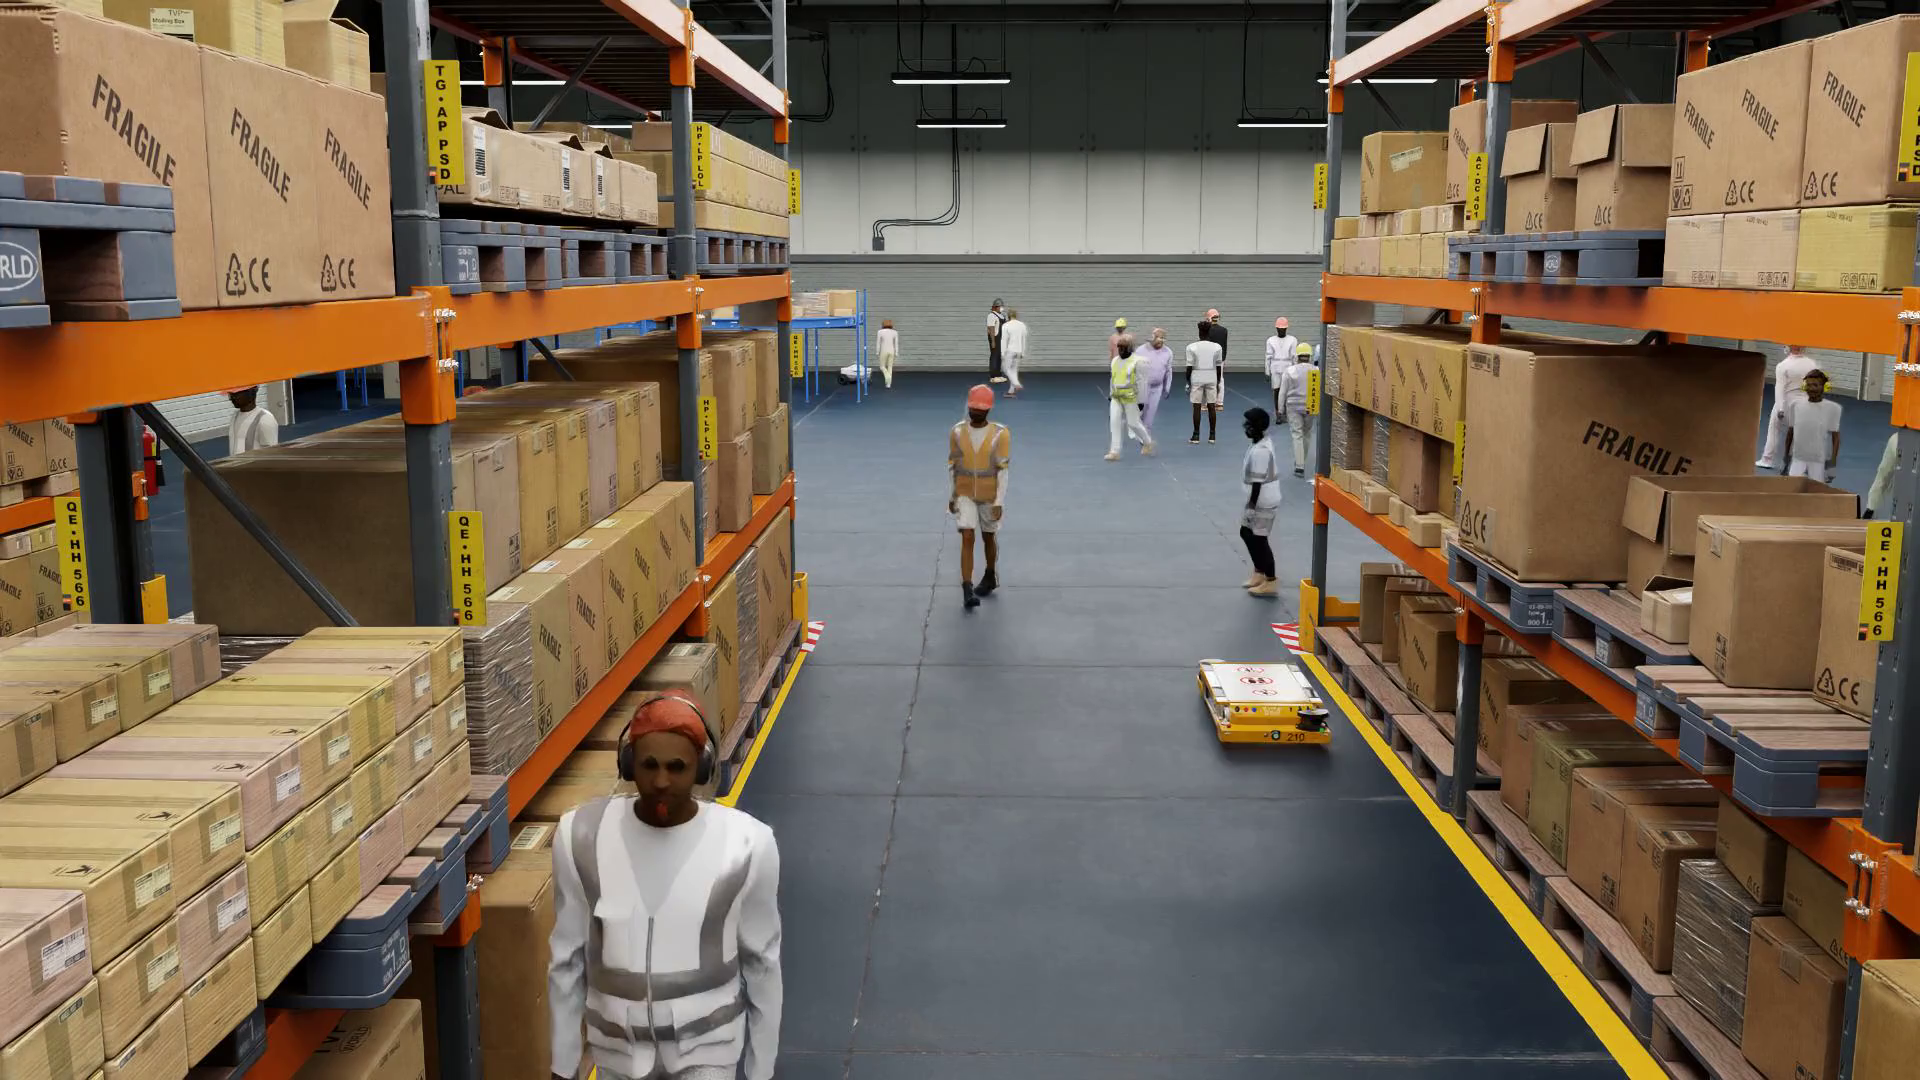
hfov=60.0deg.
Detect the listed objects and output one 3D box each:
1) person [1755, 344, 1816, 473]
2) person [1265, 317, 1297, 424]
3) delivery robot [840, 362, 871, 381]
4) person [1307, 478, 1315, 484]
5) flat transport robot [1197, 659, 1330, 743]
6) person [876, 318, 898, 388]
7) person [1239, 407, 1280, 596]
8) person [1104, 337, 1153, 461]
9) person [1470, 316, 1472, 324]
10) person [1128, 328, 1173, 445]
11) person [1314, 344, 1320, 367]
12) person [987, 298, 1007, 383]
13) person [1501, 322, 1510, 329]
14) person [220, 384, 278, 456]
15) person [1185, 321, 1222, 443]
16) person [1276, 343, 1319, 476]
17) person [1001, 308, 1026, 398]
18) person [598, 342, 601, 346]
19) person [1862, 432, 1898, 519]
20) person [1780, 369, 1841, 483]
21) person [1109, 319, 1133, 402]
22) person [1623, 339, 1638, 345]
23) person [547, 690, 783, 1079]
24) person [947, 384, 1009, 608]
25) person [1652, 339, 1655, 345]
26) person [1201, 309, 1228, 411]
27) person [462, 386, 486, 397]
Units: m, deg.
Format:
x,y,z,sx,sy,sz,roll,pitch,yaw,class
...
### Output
x,y,z,sx,sy,sz,roll,pitch,yaw,class
11.640,-1.891,23.231,0.642,1.862,0.992,-2,10,-11,person
5.757,-3.028,29.836,0.580,1.917,0.607,2,10,13,person
-2.479,-3.996,39.572,0.707,0.478,0.477,5,11,26,delivery robot
4.989,-1.531,21.810,0.738,1.611,0.519,2,10,12,person
1.923,1.015,10.684,0.652,0.197,1.431,0,9,2,flat transport robot
-1.672,-4.320,38.463,0.533,1.617,0.446,-4,10,-21,person
2.605,-0.332,14.420,0.361,1.666,0.577,1,10,6,person
2.514,-2.099,24.632,0.808,1.812,0.627,-9,13,-42,person
12.466,-4.639,40.330,0.309,1.641,0.514,-1,10,-7,person
3.039,-2.460,26.624,0.679,1.865,0.647,-3,10,-16,person
6.934,-3.153,31.328,0.538,1.681,0.651,7,12,37,person
0.958,-4.856,40.559,0.539,2.000,0.689,4,10,22,person
11.166,-3.635,34.190,0.539,1.684,0.419,1,9,3,person
-5.959,-0.437,13.974,0.605,2.038,0.387,7,12,38,person
3.917,-2.543,26.799,0.608,1.965,0.369,-1,10,-7,person
4.657,-1.807,22.910,0.596,1.796,0.866,-1,10,-9,person
1.167,-4.016,35.759,0.650,1.923,0.579,-7,12,-38,person
-4.657,-1.637,21.535,0.836,1.921,0.623,5,11,27,person
7.473,-0.212,12.948,0.817,1.940,0.735,-3,10,-19,person
8.374,-0.760,16.454,0.565,1.850,0.603,9,13,43,person
3.354,-3.739,34.689,0.524,1.719,0.924,3,10,16,person
9.217,-1.841,22.955,0.345,1.847,0.504,8,13,41,person
-0.735,1.273,4.268,0.588,1.861,0.698,1,9,3,person
0.159,-0.399,14.236,0.548,1.892,0.928,2,10,10,person
17.522,-4.921,41.646,0.322,1.767,0.534,-2,10,-10,person
4.988,-3.548,32.760,0.611,1.985,0.393,-6,11,-34,person
-4.100,-0.371,14.103,0.589,1.865,0.580,0,9,2,person
